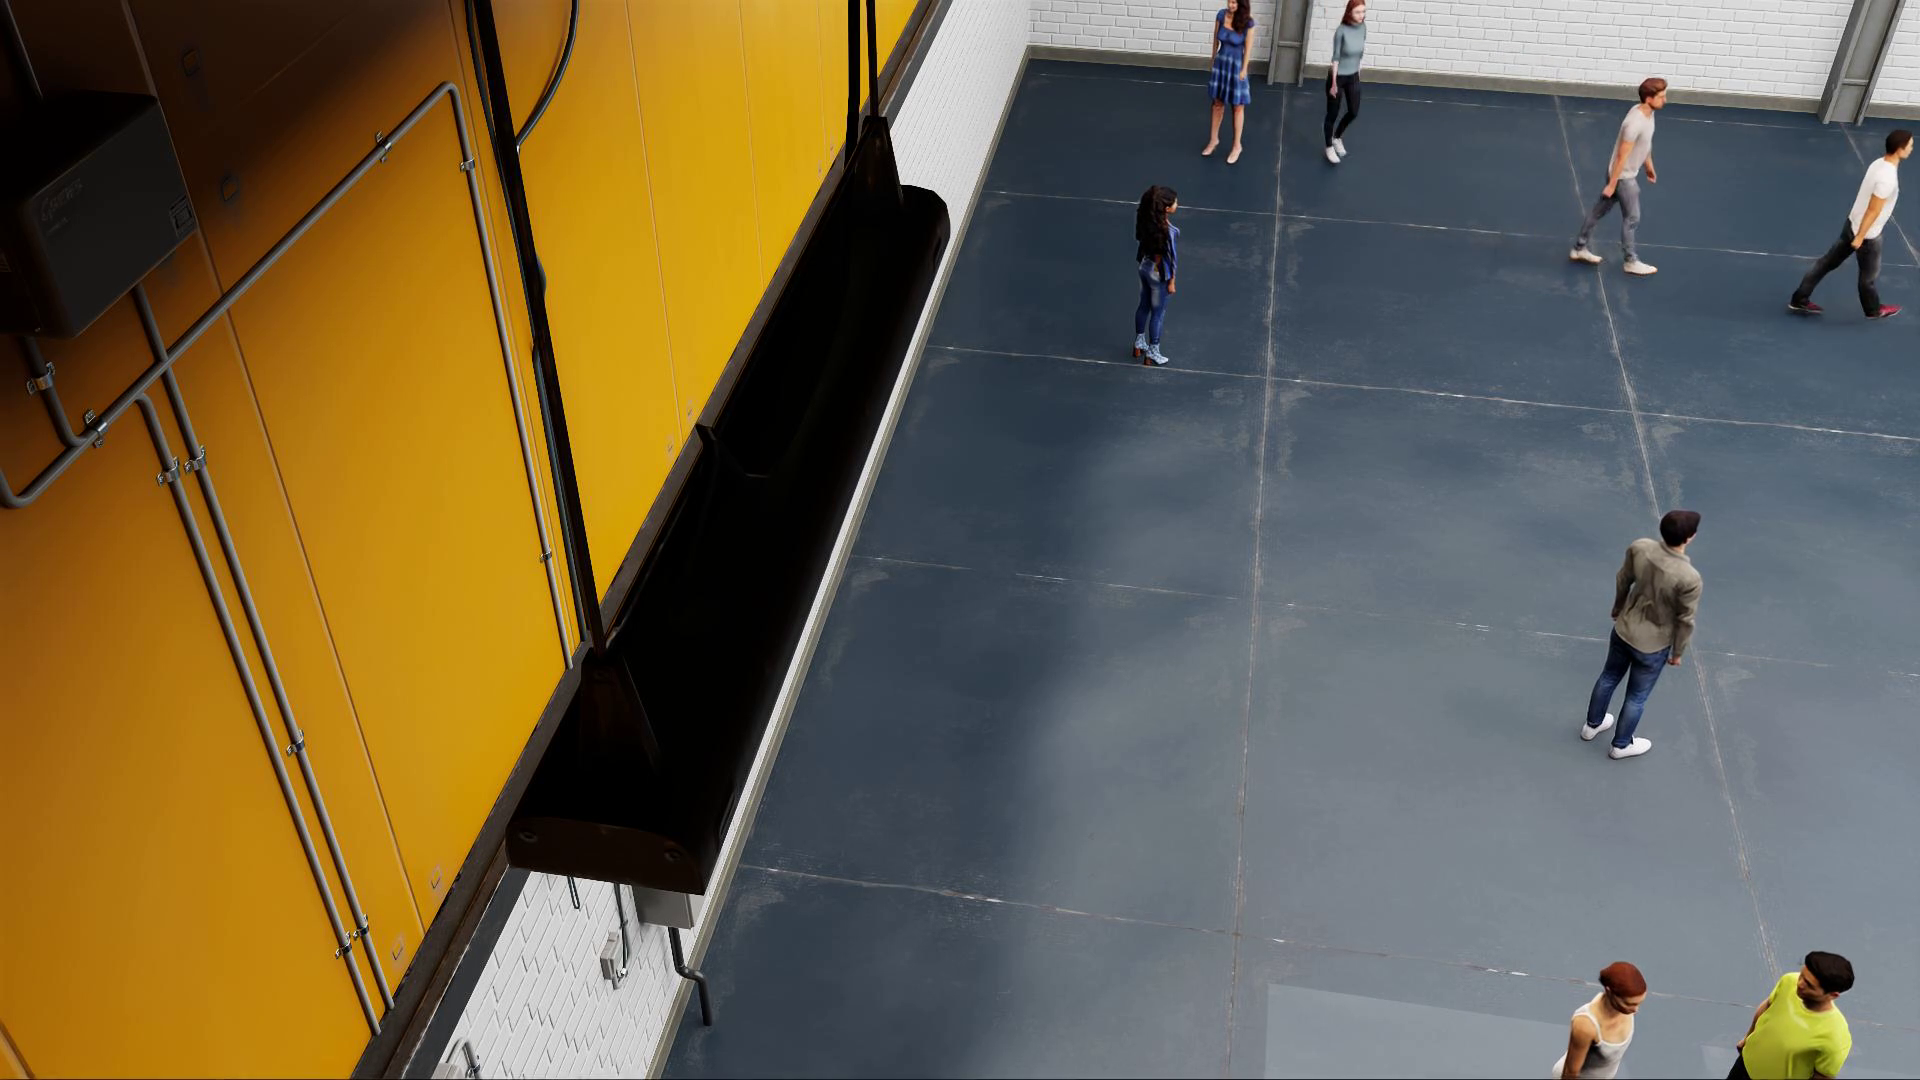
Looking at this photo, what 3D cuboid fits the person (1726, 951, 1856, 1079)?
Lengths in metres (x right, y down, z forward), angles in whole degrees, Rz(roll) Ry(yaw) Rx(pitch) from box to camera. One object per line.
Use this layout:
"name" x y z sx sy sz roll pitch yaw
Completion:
"person" 3.897 2.520 7.912 0.668 1.709 0.691 -8 39 -10

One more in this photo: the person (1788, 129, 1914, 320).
"person" 7.722 -2.699 14.408 1.105 1.758 0.649 7 39 8

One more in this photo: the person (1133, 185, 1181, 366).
"person" 1.642 -2.225 13.926 0.740 1.618 0.705 -18 42 -21

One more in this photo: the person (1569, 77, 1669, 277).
"person" 5.936 -3.332 15.119 1.084 1.859 0.811 15 41 18

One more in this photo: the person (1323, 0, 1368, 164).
"person" 3.853 -4.700 16.933 0.665 1.733 0.744 -14 41 -17

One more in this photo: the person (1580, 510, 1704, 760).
"person" 4.191 0.578 10.220 0.826 1.863 0.787 -20 43 -24

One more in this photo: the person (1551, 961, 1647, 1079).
"person" 2.954 2.553 7.923 0.618 1.643 0.654 -29 47 -31

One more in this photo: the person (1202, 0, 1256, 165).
"person" 2.738 -4.736 16.920 0.697 1.806 0.821 28 47 31
